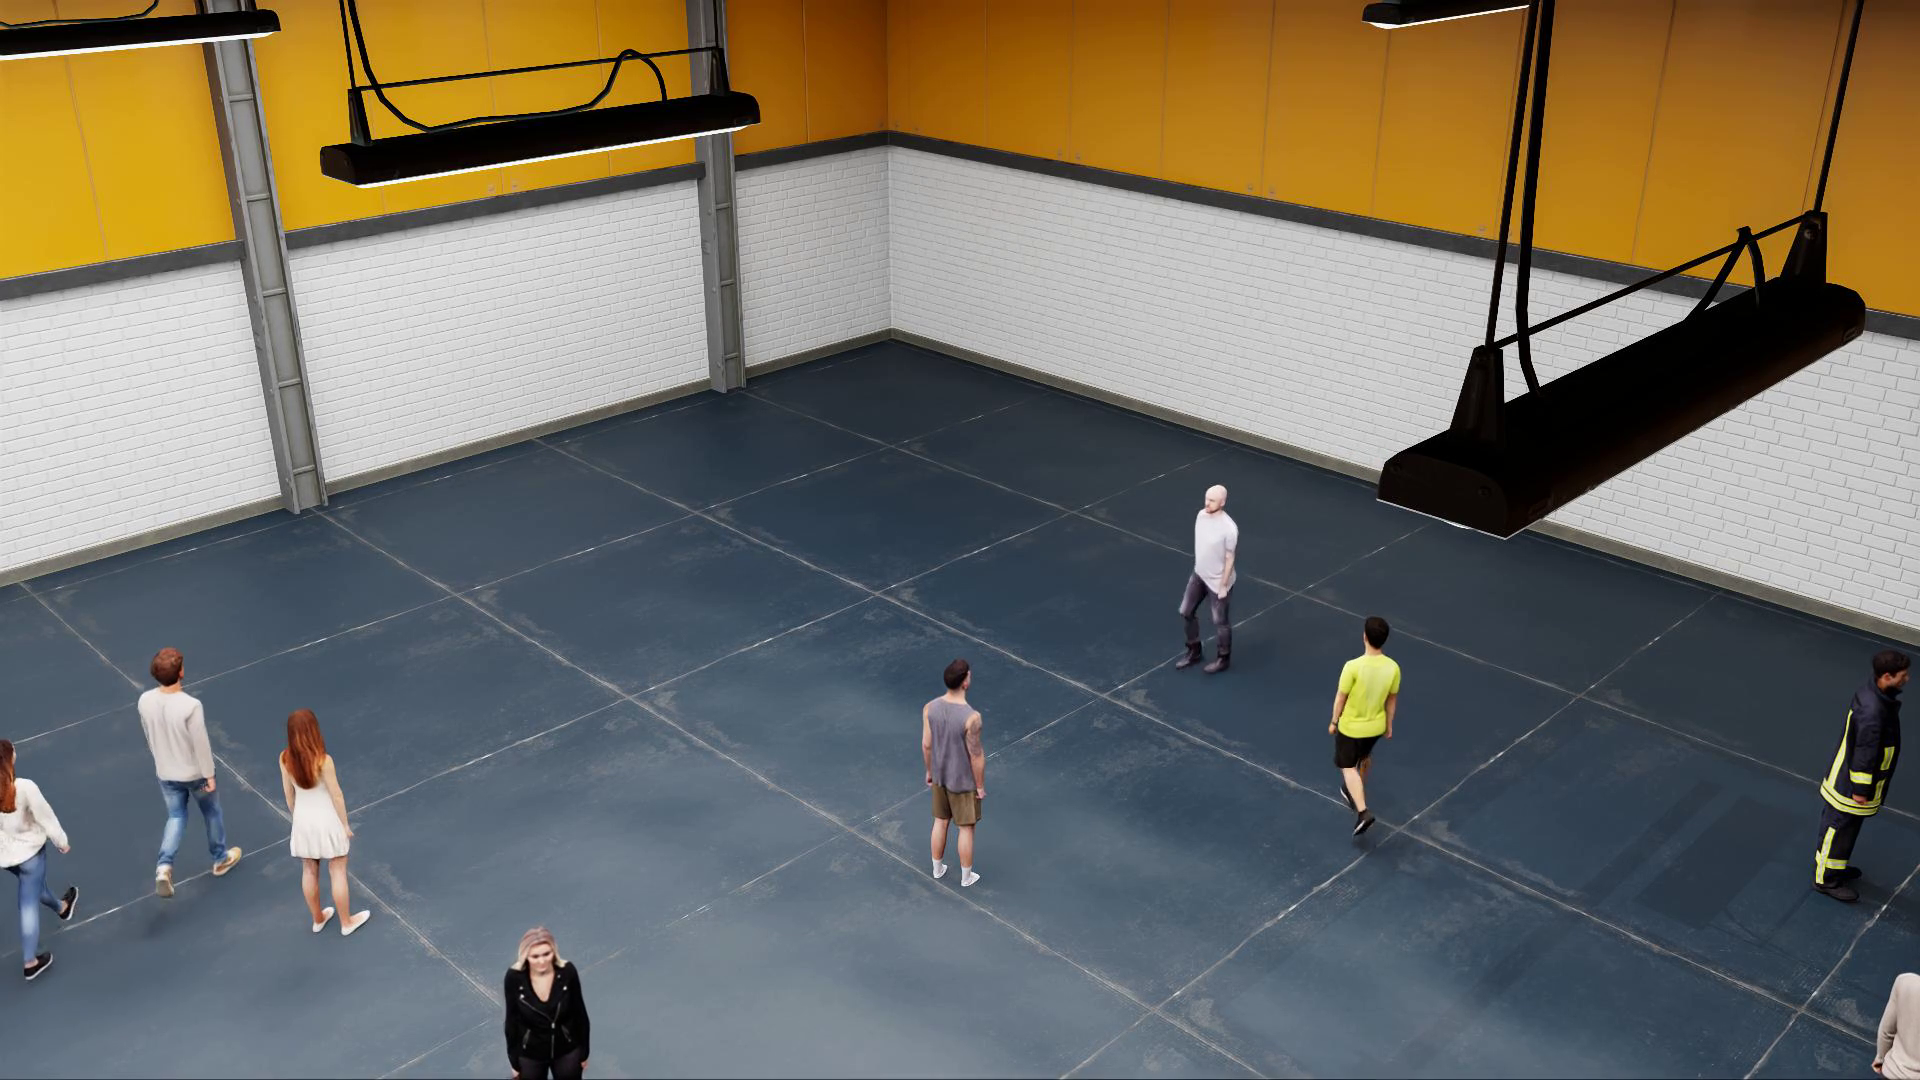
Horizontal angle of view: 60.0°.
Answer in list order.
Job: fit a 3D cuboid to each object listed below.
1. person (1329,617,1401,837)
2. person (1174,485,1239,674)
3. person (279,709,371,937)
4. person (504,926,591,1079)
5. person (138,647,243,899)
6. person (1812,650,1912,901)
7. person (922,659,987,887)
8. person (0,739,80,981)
[{"bbox_3d":[3.076,1.419,12.597,1.047,1.685,1.010,-5,24,-11],"label":"person"},{"bbox_3d":[2.348,0.336,14.914,0.836,1.813,0.774,-14,27,-28],"label":"person"},{"bbox_3d":[-4.405,1.929,11.399,0.646,1.710,0.678,4,24,10],"label":"person"},{"bbox_3d":[-2.301,2.859,9.302,0.636,1.685,0.751,-7,24,-15],"label":"person"},{"bbox_3d":[-5.531,1.674,11.762,1.045,1.887,1.153,3,24,7],"label":"person"},{"bbox_3d":[6.383,1.630,11.812,0.913,1.926,0.703,13,27,28],"label":"person"},{"bbox_3d":[-0.045,1.694,11.971,0.688,1.843,0.651,13,27,27],"label":"person"},{"bbox_3d":[-6.242,2.138,10.991,1.044,1.653,1.152,2,24,4],"label":"person"}]
